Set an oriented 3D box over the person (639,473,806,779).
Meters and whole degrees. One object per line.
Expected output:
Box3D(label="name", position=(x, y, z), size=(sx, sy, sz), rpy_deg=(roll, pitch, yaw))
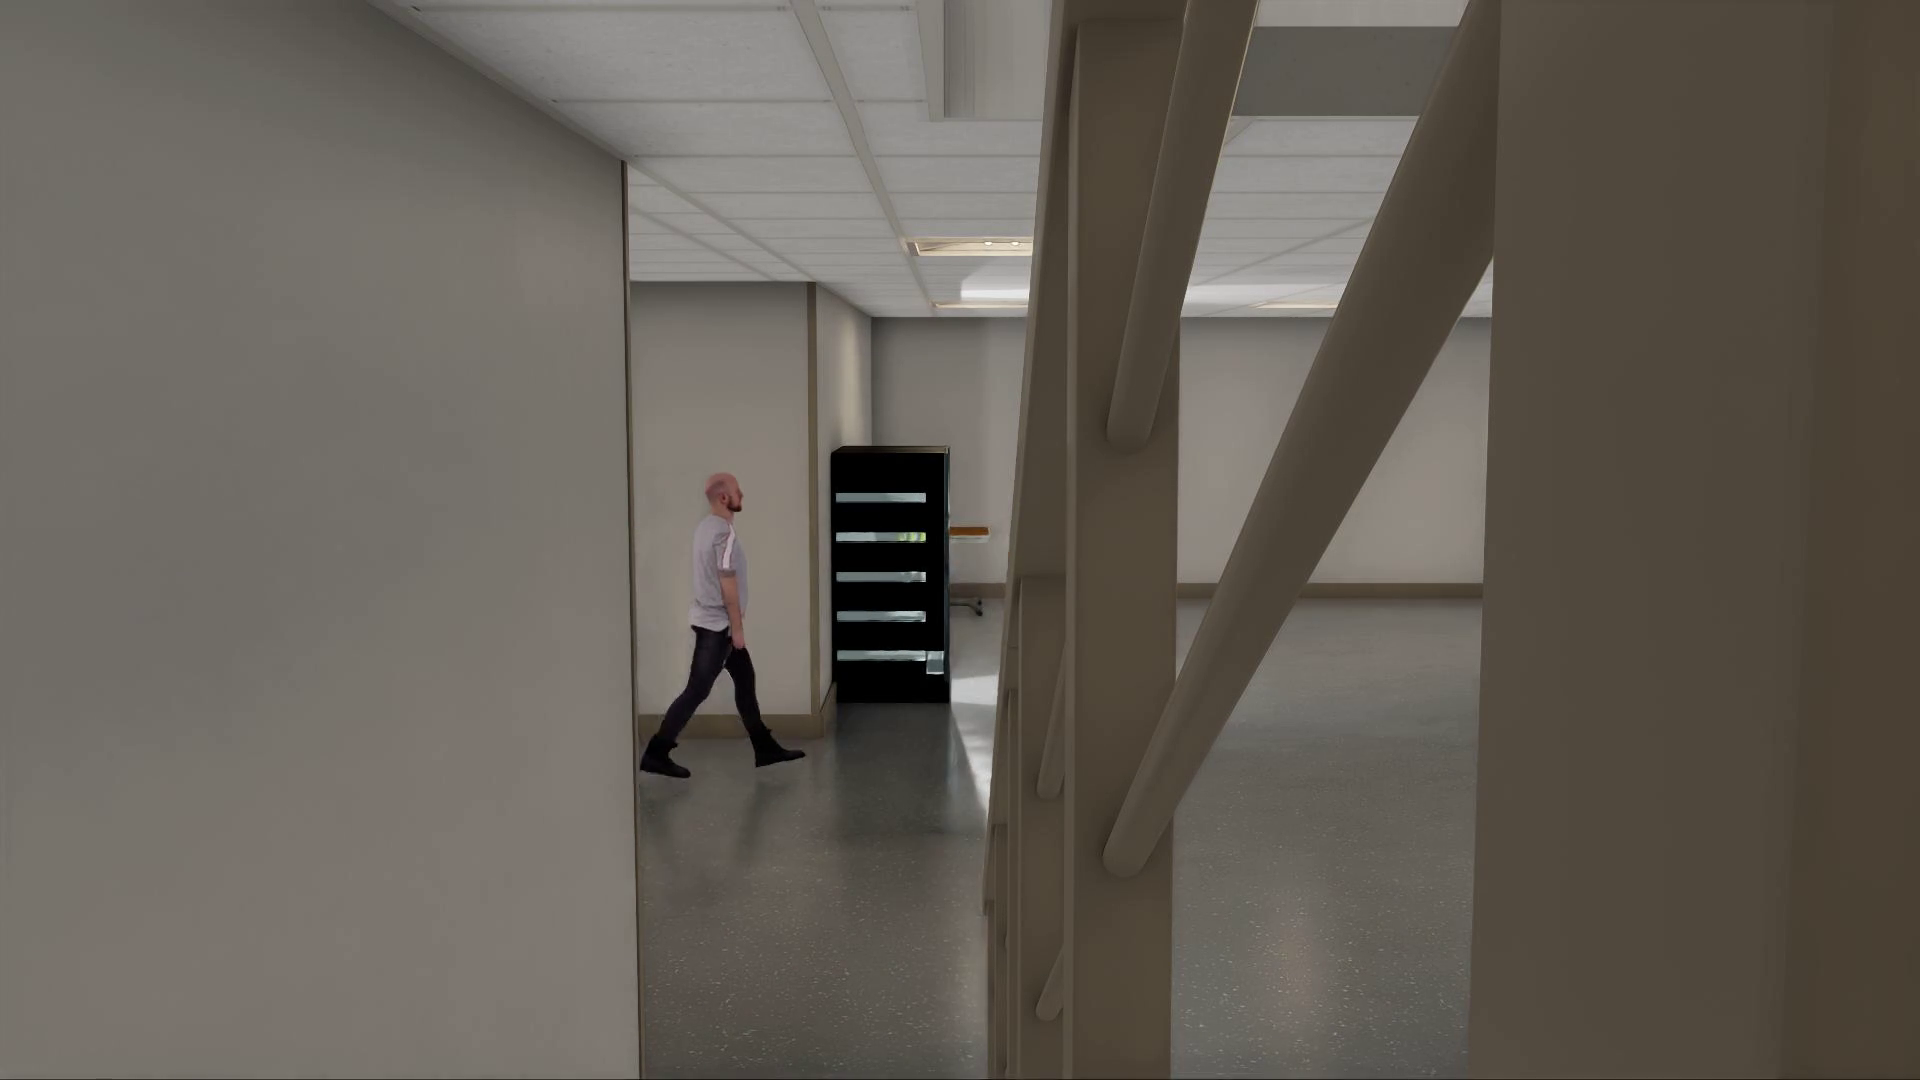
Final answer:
Box3D(label="person", position=(-1.515, 0.538, 9.740), size=(0.997, 1.785, 1.263), rpy_deg=(-2, 6, -19))
